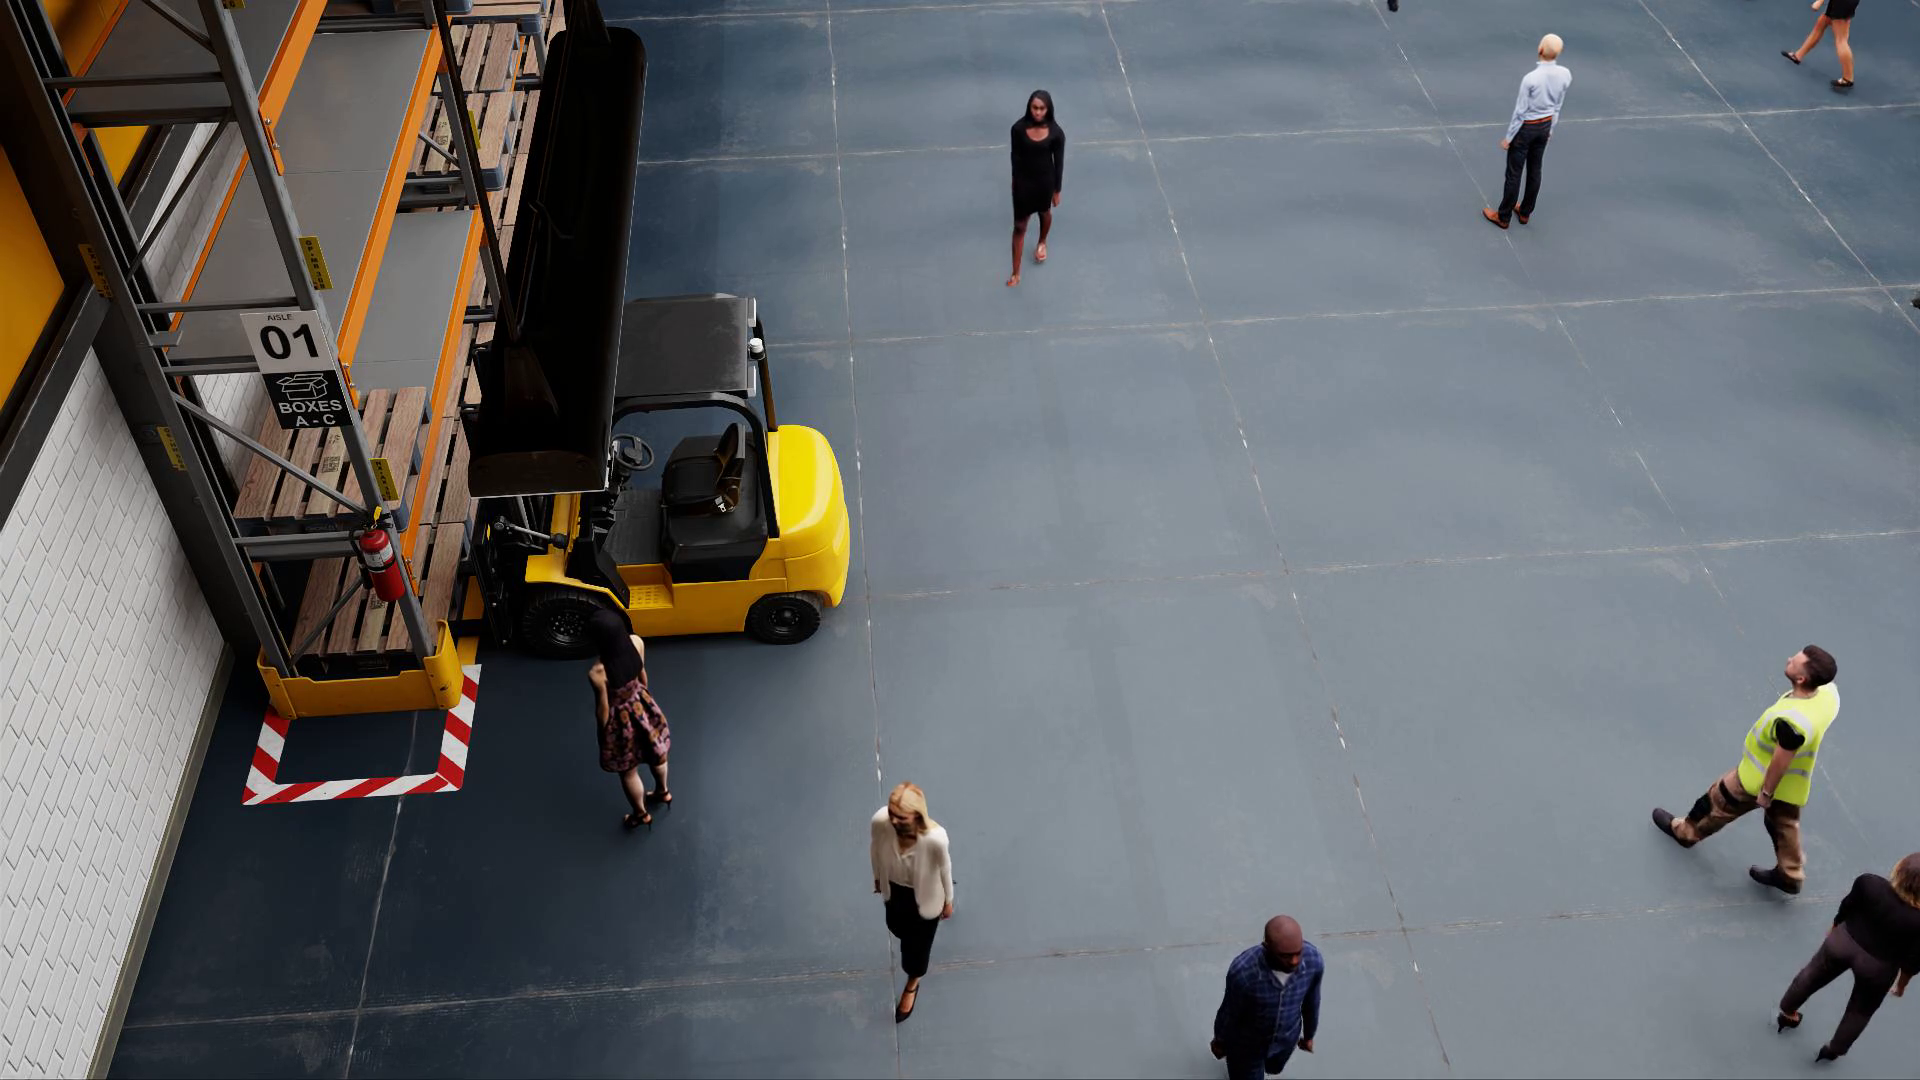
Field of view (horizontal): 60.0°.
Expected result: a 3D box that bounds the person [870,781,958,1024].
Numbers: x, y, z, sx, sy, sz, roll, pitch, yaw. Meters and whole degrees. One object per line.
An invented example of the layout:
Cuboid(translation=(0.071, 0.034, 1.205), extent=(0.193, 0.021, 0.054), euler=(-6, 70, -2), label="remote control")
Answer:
Cuboid(translation=(-0.207, 1.827, 8.873), extent=(0.943, 1.841, 1.118), euler=(18, 47, 18), label="person")

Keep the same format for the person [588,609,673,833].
Cuboid(translation=(-1.944, 1.053, 9.734), extent=(0.869, 1.773, 0.796), euler=(24, 48, 23), label="person")

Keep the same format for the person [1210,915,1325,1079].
Cuboid(translation=(1.495, 2.388, 8.320), extent=(0.800, 1.790, 1.117), euler=(-11, 45, -11), label="person")

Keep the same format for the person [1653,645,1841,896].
Cuboid(translation=(4.668, 1.344, 9.401), extent=(1.087, 1.811, 1.248), euler=(-29, 51, -27), label="person")

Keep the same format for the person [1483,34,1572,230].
Cuboid(translation=(4.994, -3.574, 14.579), extent=(0.697, 1.789, 0.635), euler=(-14, 45, -14), label="person")

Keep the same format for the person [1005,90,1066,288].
Cuboid(translation=(0.663, -3.066, 14.124), extent=(0.825, 1.681, 1.156), euler=(8, 44, 9), label="person")

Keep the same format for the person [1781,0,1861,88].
Cuboid(translation=(8.823, -5.284, 16.486), extent=(0.964, 1.635, 1.181), euler=(-26, 49, -24), label="person")

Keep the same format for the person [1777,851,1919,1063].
Cuboid(translation=(4.633, 2.170, 8.640), extent=(0.758, 1.664, 0.652), euler=(-22, 48, -22), label="person")
